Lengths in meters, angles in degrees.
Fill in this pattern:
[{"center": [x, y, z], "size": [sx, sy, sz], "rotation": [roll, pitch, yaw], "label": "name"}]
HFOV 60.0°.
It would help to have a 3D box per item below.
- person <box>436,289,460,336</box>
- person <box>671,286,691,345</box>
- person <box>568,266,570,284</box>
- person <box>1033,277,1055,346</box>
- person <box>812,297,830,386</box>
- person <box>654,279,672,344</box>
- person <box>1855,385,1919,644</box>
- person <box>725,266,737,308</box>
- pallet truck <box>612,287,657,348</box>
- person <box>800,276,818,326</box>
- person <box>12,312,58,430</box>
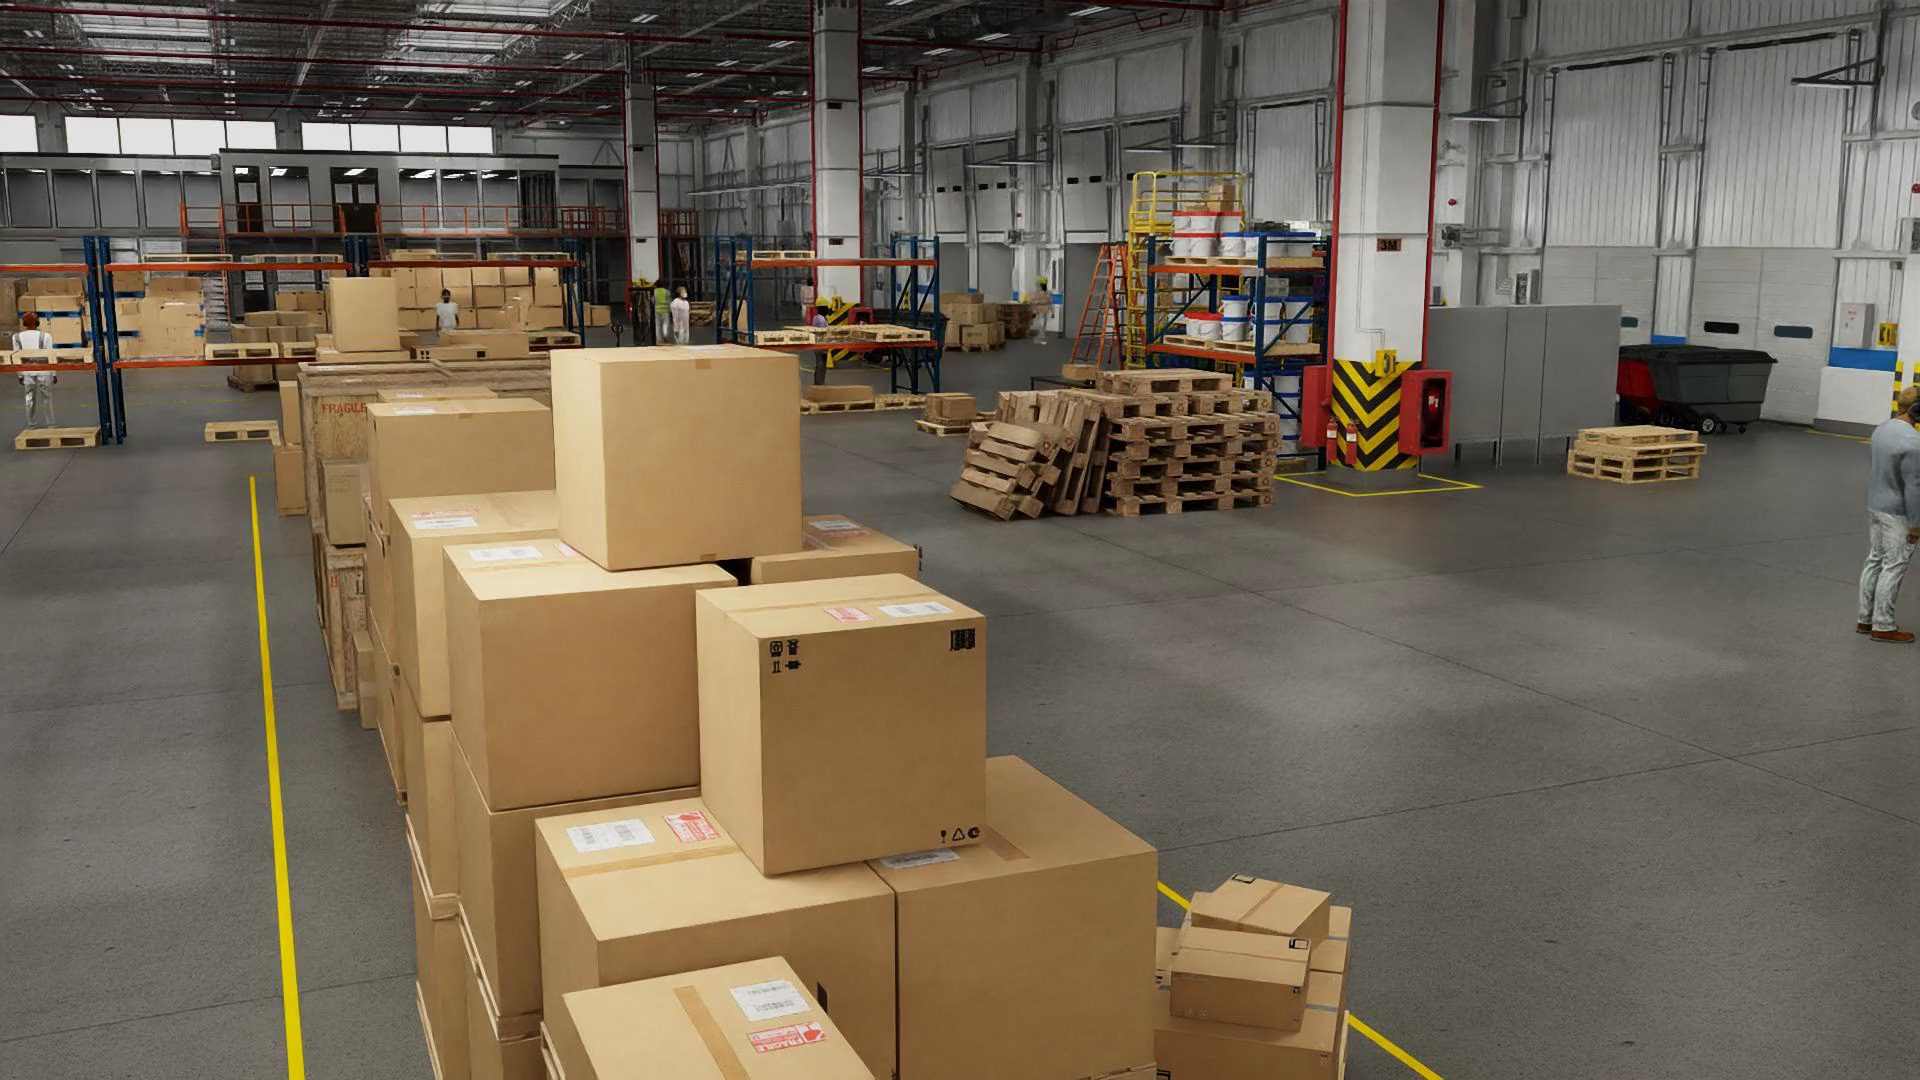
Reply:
[{"center": [-11.726, -4.830, 38.168], "size": [0.516, 1.853, 0.525], "rotation": [-4, 11, -23], "label": "person"}, {"center": [-6.225, -4.709, 37.236], "size": [0.372, 1.940, 0.632], "rotation": [3, 11, 17], "label": "person"}, {"center": [-16.813, -10.968, 71.872], "size": [0.353, 1.887, 0.573], "rotation": [-7, 13, -35], "label": "person"}, {"center": [2.401, -6.377, 46.508], "size": [0.613, 1.901, 0.778], "rotation": [-6, 12, -30], "label": "person"}, {"center": [-2.540, -3.519, 30.698], "size": [0.363, 1.929, 0.592], "rotation": [-3, 11, -15], "label": "person"}, {"center": [-8.597, -6.545, 47.659], "size": [0.659, 1.824, 0.494], "rotation": [-3, 11, -18], "label": "person"}, {"center": [6.958, -0.190, 12.368], "size": [0.372, 1.930, 0.636], "rotation": [0, 10, 2], "label": "person"}, {"center": [-9.930, -10.991, 71.972], "size": [0.622, 1.905, 0.984], "rotation": [5, 11, 24], "label": "person"}, {"center": [-6.464, -4.406, 35.401], "size": [0.823, 1.965, 1.885], "rotation": [6, 12, 32], "label": "pallet truck"}, {"center": [-4.728, -7.376, 52.236], "size": [0.659, 1.826, 0.482], "rotation": [2, 10, 11], "label": "person"}, {"center": [-14.124, -2.543, 25.447], "size": [0.575, 1.885, 0.355], "rotation": [-2, 10, -10], "label": "person"}]
